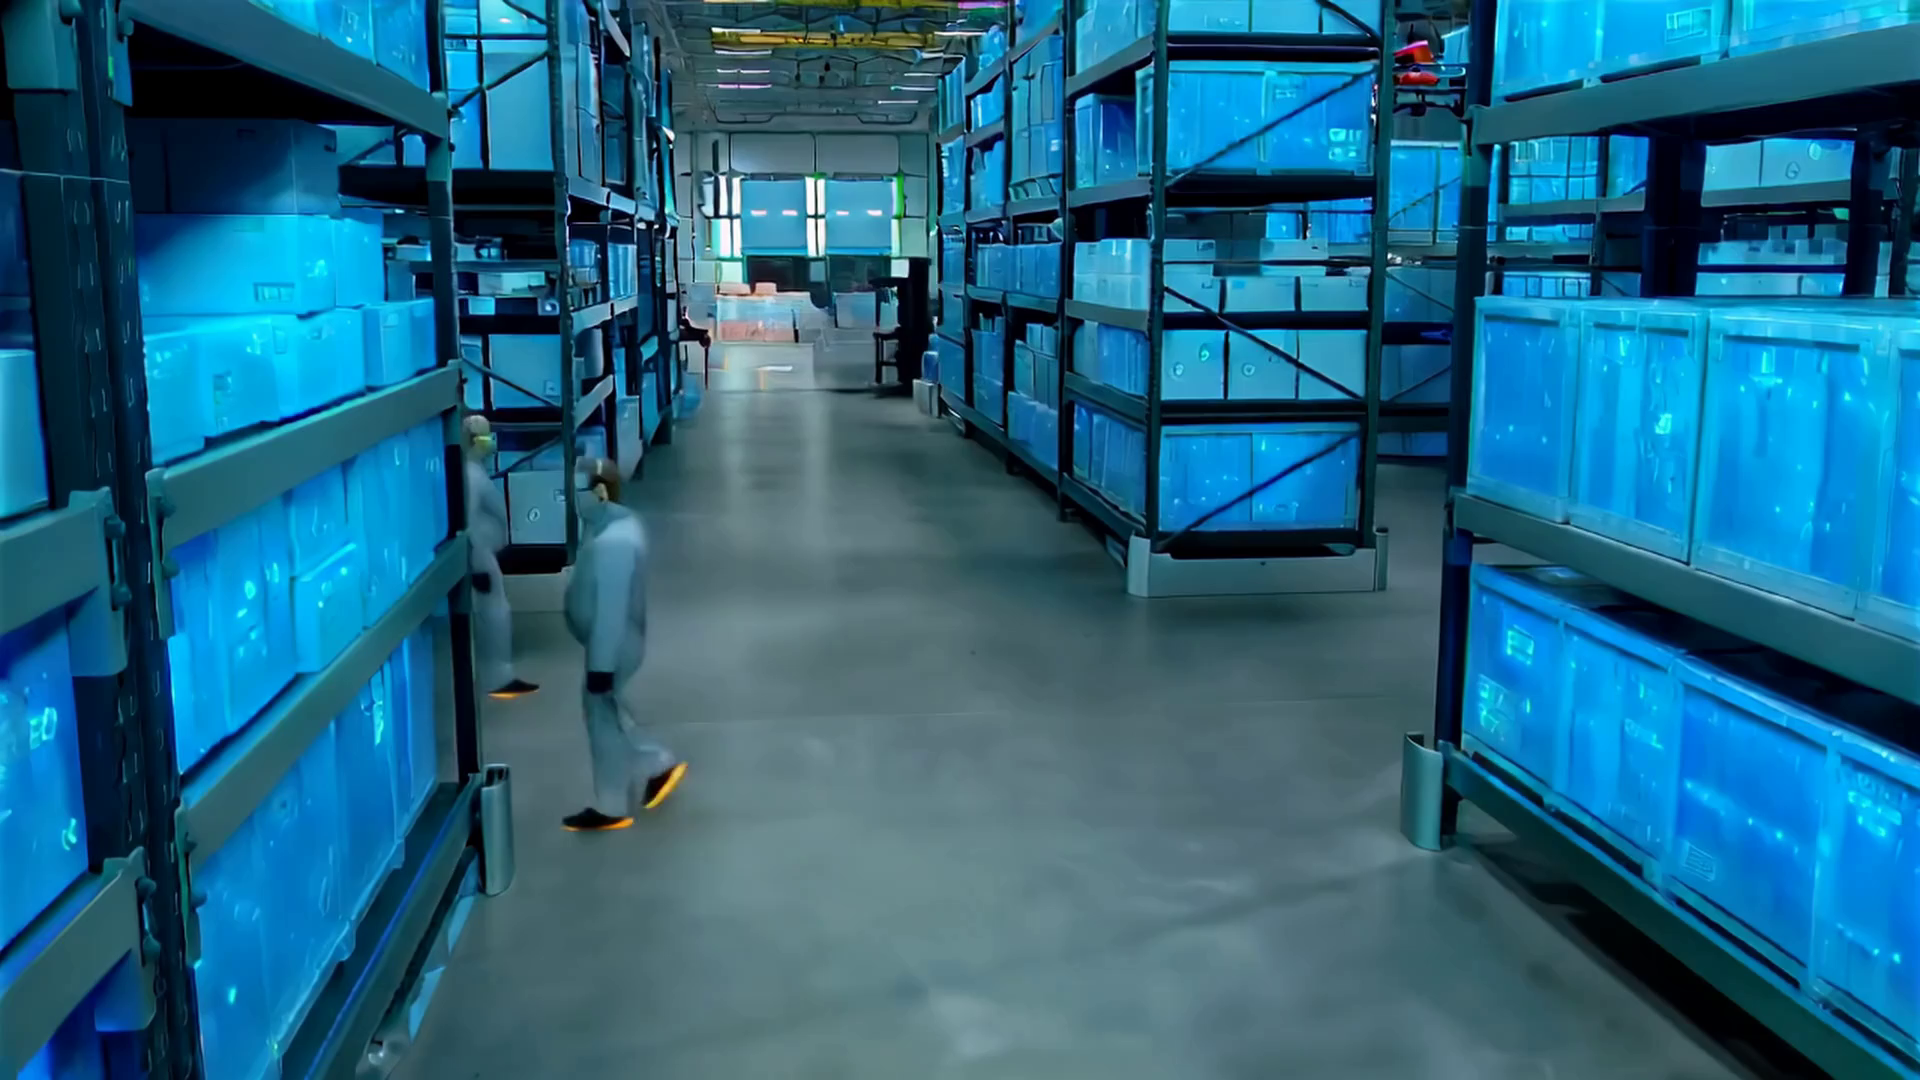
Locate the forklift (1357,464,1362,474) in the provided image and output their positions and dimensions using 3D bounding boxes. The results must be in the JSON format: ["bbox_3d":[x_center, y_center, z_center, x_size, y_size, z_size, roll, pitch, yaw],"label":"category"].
[{"bbox_3d":[4.209,-2.192,21.328,1.873,2.768,1.129,3,10,19],"label":"forklift"}]

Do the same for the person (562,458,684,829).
[{"bbox_3d":[-1.740,0.526,8.360,0.500,1.893,0.668,-1,10,-7],"label":"person"}]

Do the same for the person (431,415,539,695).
[{"bbox_3d":[-3.206,0.132,10.718,0.809,1.878,0.649,-2,10,-14],"label":"person"}]

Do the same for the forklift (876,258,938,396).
[{"bbox_3d":[-0.841,-4.373,34.025,1.873,2.768,1.129,-1,10,-8],"label":"forklift"}]

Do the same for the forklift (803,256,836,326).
[{"bbox_3d":[-5.026,-8.560,58.401,1.129,2.768,1.873,-9,13,-41],"label":"forklift"}]

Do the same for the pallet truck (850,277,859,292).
[{"bbox_3d":[-3.782,-9.391,65.808,1.885,1.965,0.823,2,10,10],"label":"pallet truck"}]
